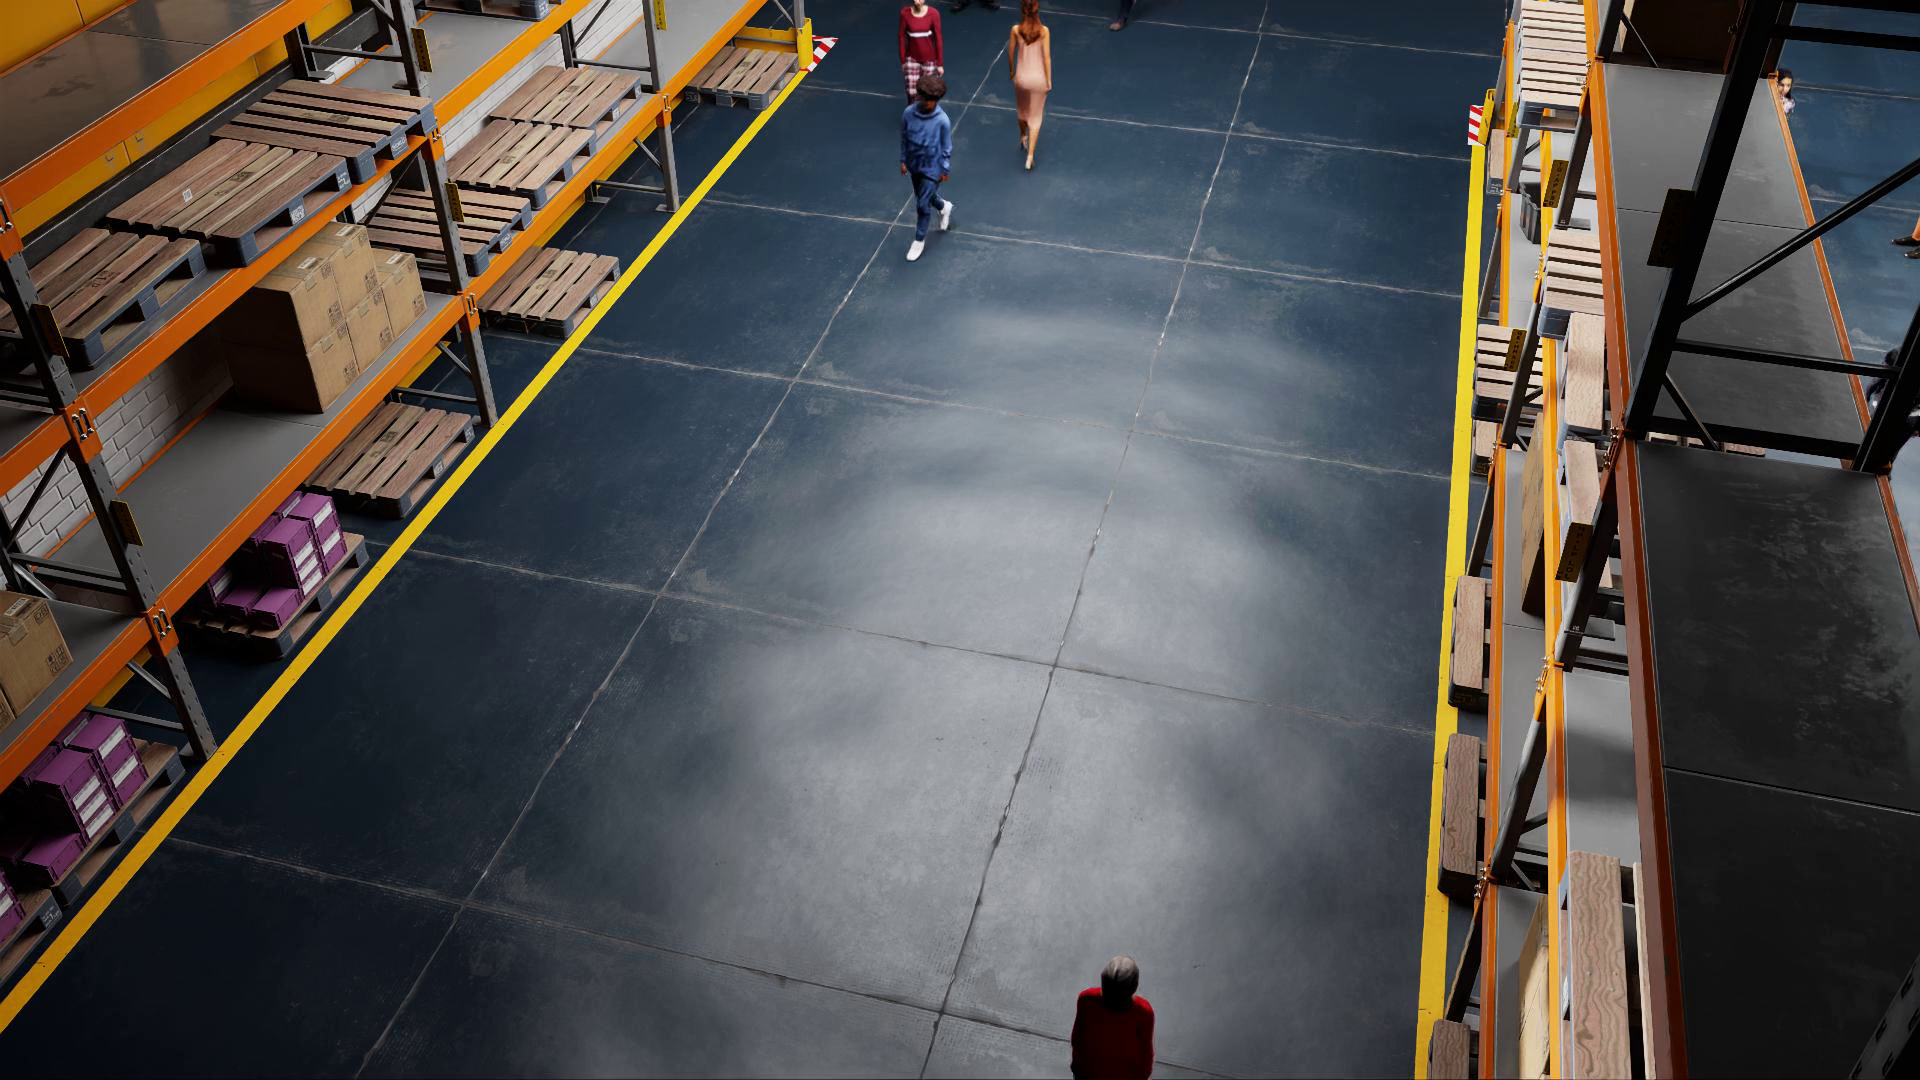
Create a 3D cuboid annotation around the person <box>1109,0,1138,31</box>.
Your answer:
[{"bbox_3d":[2.090,-7.250,20.467,0.954,1.837,1.016,32,48,33],"label":"person"}]

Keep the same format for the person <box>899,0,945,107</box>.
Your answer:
[{"bbox_3d":[-0.423,-5.256,18.089,0.745,1.689,0.813,-3,39,-3],"label":"person"}]

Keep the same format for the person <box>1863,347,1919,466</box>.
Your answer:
[{"bbox_3d":[7.128,-0.926,12.653,0.661,1.706,0.864,11,40,14],"label":"person"}]

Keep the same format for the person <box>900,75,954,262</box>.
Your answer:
[{"bbox_3d":[-0.294,-3.643,16.000,0.847,1.775,1.166,20,43,24],"label":"person"}]

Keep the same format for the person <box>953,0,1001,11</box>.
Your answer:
[{"bbox_3d":[0.288,-7.551,20.846,0.994,1.835,1.080,-16,41,-19],"label":"person"}]

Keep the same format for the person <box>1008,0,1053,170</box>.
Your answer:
[{"bbox_3d":[0.732,-4.805,17.444,0.666,1.789,0.983,7,39,9],"label":"person"}]

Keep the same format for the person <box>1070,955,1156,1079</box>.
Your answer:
[{"bbox_3d":[0.761,2.576,8.292,0.576,1.676,0.784,7,39,9],"label":"person"}]
